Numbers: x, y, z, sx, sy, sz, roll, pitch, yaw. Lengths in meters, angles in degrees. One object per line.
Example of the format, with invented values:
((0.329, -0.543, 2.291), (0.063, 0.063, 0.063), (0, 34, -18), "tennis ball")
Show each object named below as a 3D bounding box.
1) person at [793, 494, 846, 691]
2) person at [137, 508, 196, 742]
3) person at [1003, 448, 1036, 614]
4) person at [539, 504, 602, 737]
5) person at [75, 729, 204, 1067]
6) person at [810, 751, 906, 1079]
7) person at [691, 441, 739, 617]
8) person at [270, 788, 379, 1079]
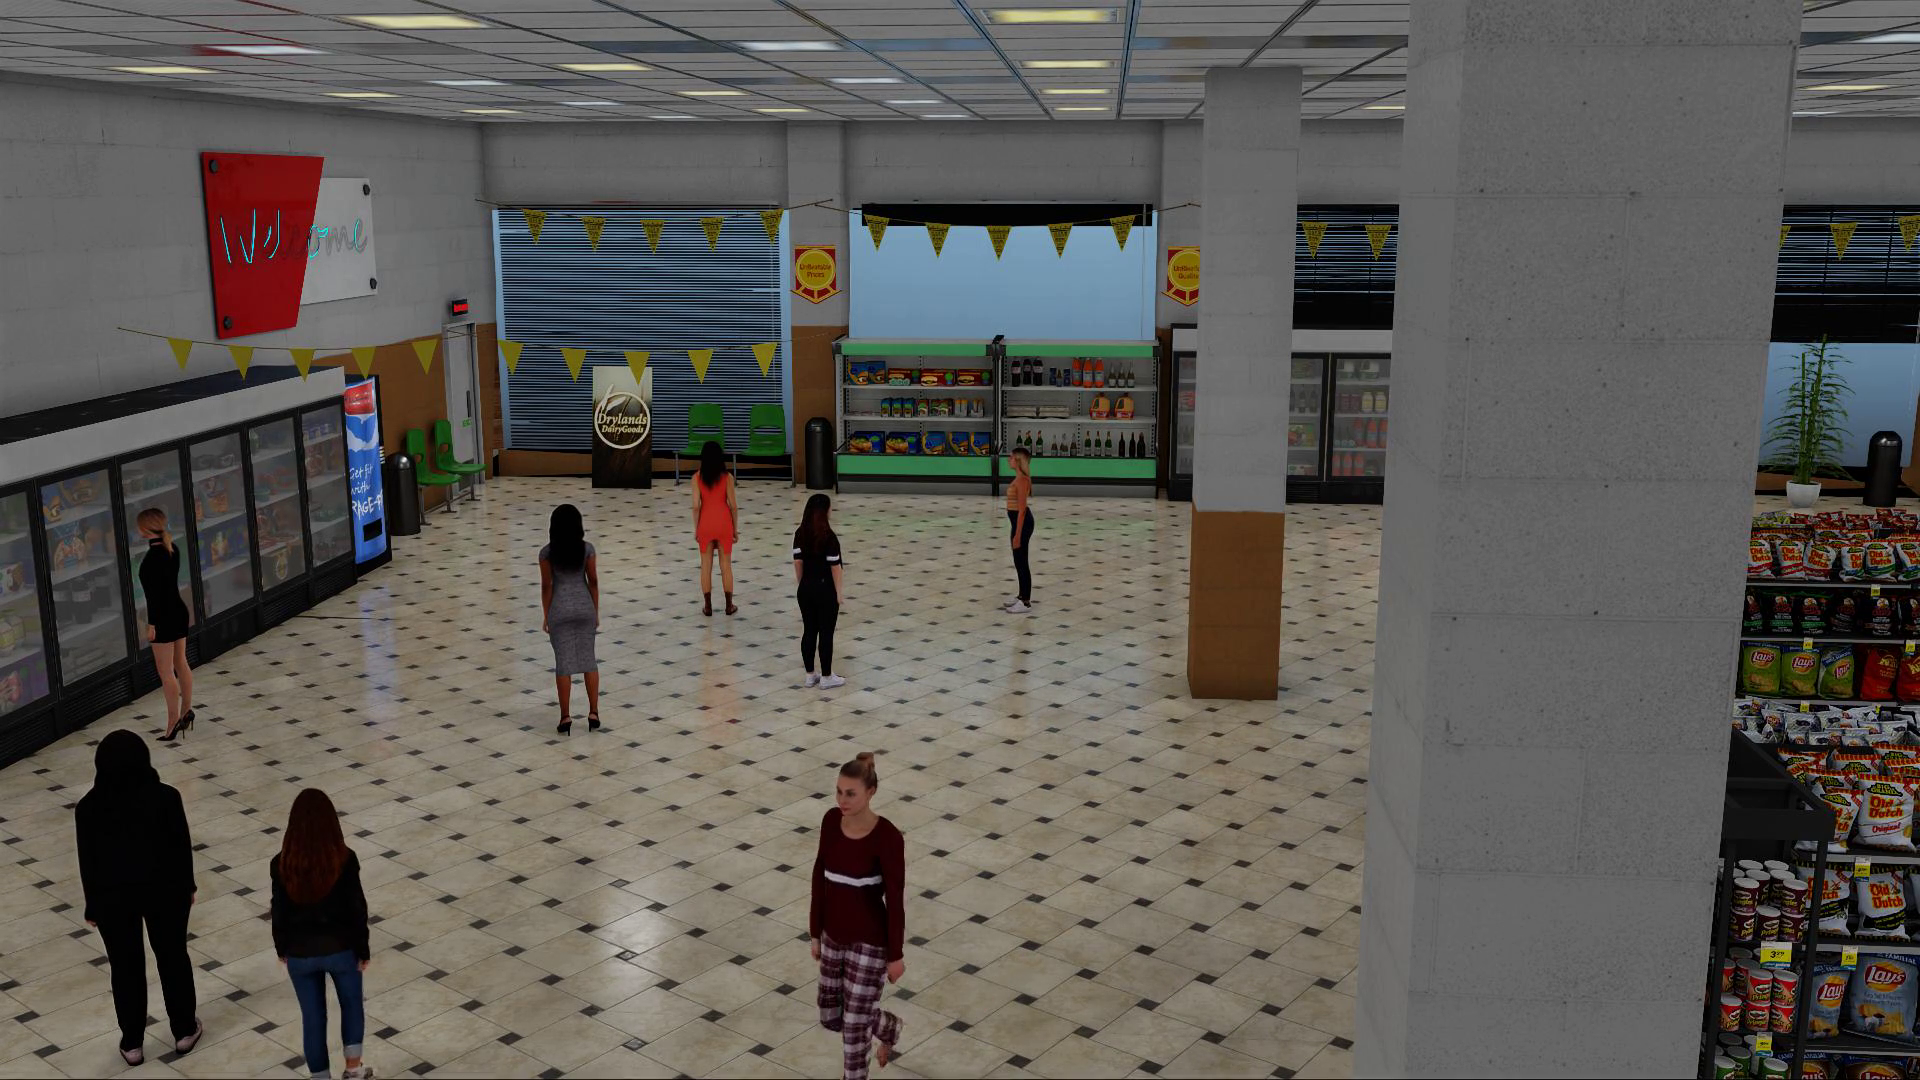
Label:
((-1.177, 0.419, 13.819), (0.661, 1.638, 0.762), (7, 14, 31), "person")
((-5.990, 0.623, 12.534), (0.536, 1.769, 0.585), (0, 12, -2), "person")
((0.599, -0.104, 16.323), (0.539, 1.628, 0.584), (0, 12, 1), "person")
((-2.944, 0.598, 12.621), (0.591, 1.781, 0.716), (-4, 13, -20), "person")
((-3.881, 1.681, 7.876), (0.732, 1.616, 0.823), (-6, 13, -26), "person")
((-0.418, 1.798, 7.408), (0.887, 1.581, 0.892), (7, 14, 31), "person")
((-2.380, -0.115, 16.159), (0.523, 1.719, 0.683), (-1, 12, -6), "person")
((-2.853, 1.853, 7.414), (0.578, 1.471, 0.704), (-4, 12, -16), "person")
